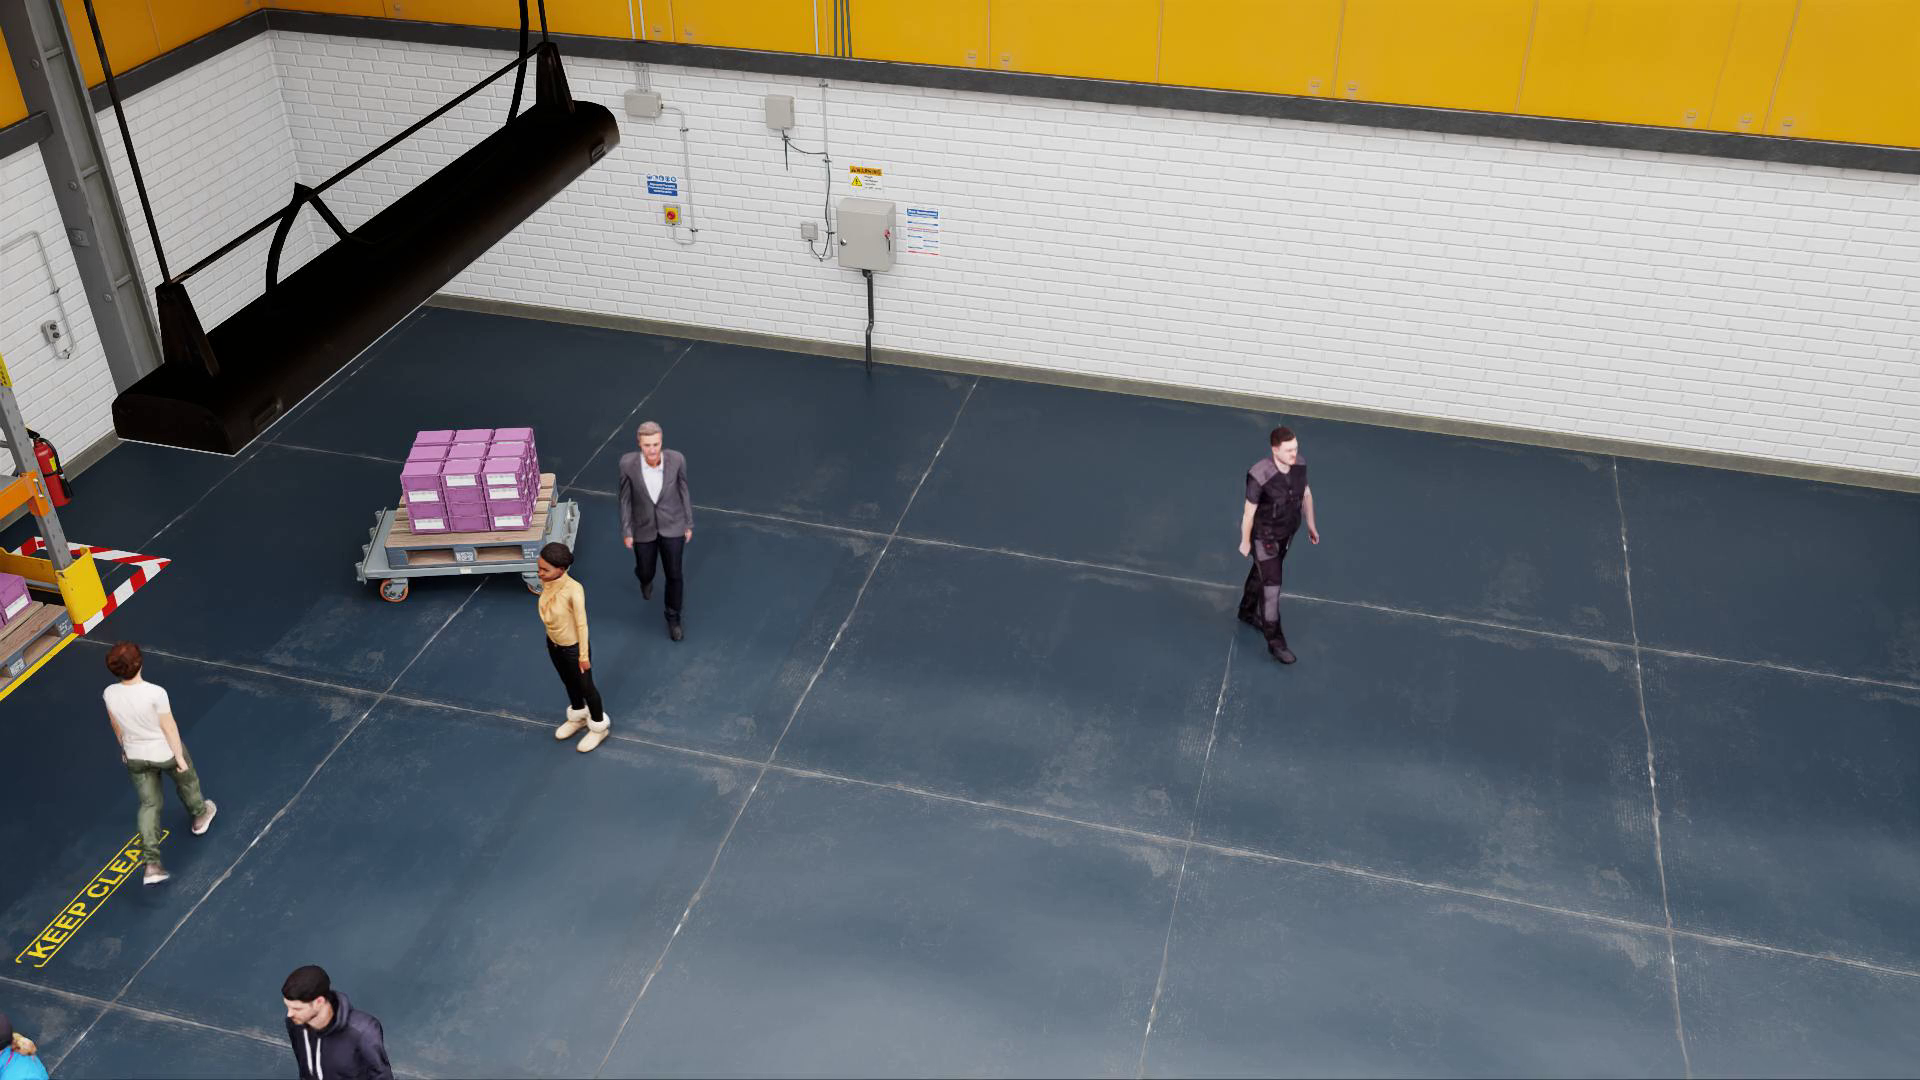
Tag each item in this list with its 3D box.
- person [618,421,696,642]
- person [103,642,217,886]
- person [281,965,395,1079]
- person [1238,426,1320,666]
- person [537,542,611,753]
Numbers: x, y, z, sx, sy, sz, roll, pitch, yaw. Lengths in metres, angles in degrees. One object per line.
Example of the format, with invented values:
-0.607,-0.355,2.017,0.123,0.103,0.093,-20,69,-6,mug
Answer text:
-2.284,-0.133,12.516,0.978,1.815,1.093,-7,34,-11,person
-5.058,1.409,10.371,0.822,1.621,1.190,-3,34,-4,person
-2.923,2.705,8.196,0.731,1.871,0.713,13,36,19,person
2.262,-0.067,12.411,1.085,1.820,1.107,-26,41,-33,person
-2.676,0.699,11.405,0.658,1.659,0.680,27,42,34,person
